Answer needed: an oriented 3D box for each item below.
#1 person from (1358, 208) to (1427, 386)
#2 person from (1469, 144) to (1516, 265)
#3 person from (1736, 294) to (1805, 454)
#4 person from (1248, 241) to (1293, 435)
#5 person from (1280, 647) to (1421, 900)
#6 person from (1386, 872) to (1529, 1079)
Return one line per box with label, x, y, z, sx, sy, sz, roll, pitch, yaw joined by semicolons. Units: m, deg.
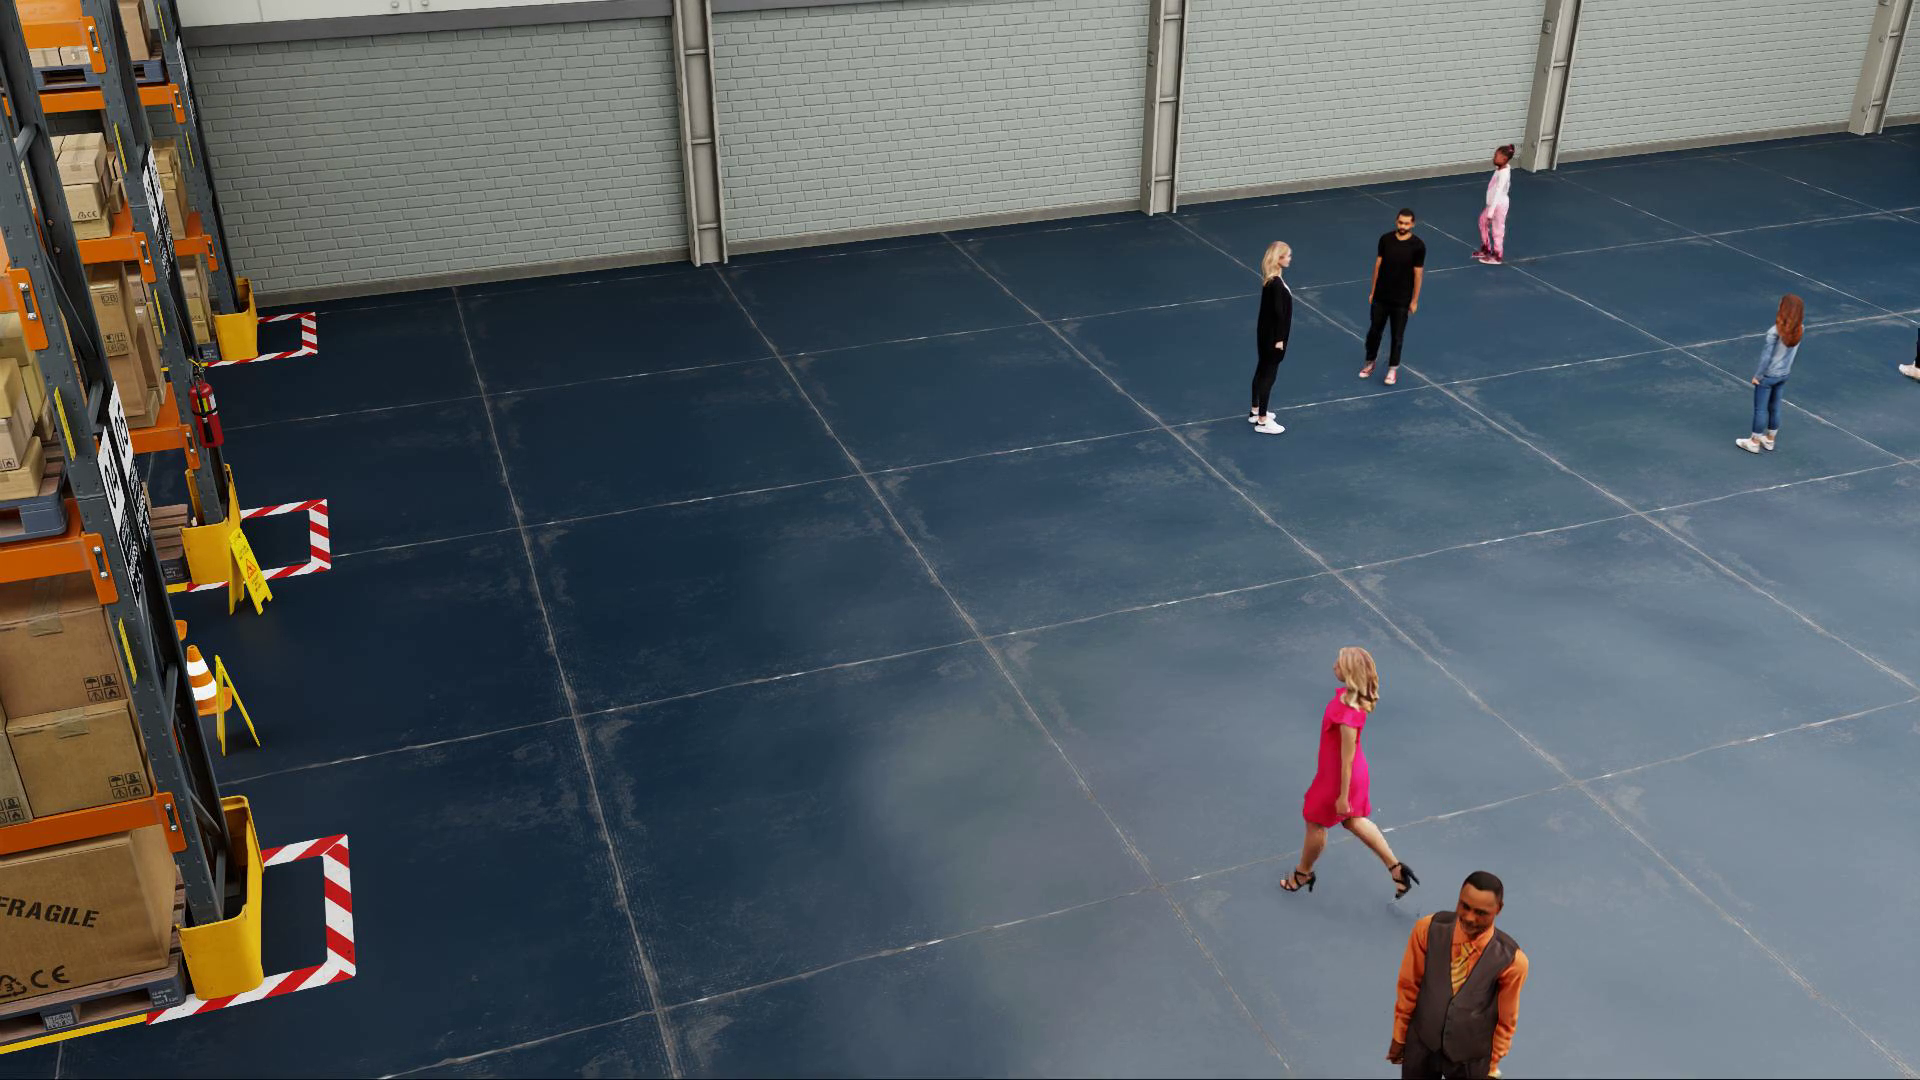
person;4.314;-2.442;16.477;0.757;1.756;0.799;16;32;27
person;6.431;-3.973;19.688;0.726;1.439;0.686;5;28;9
person;7.356;-1.503;15.012;0.456;1.476;0.626;-13;31;-23
person;2.866;-1.882;15.374;0.624;1.804;0.660;-2;28;-4
person;2.256;1.365;9.388;1.066;1.700;0.979;11;30;19
person;2.213;2.259;7.487;0.790;1.908;0.815;18;33;30
